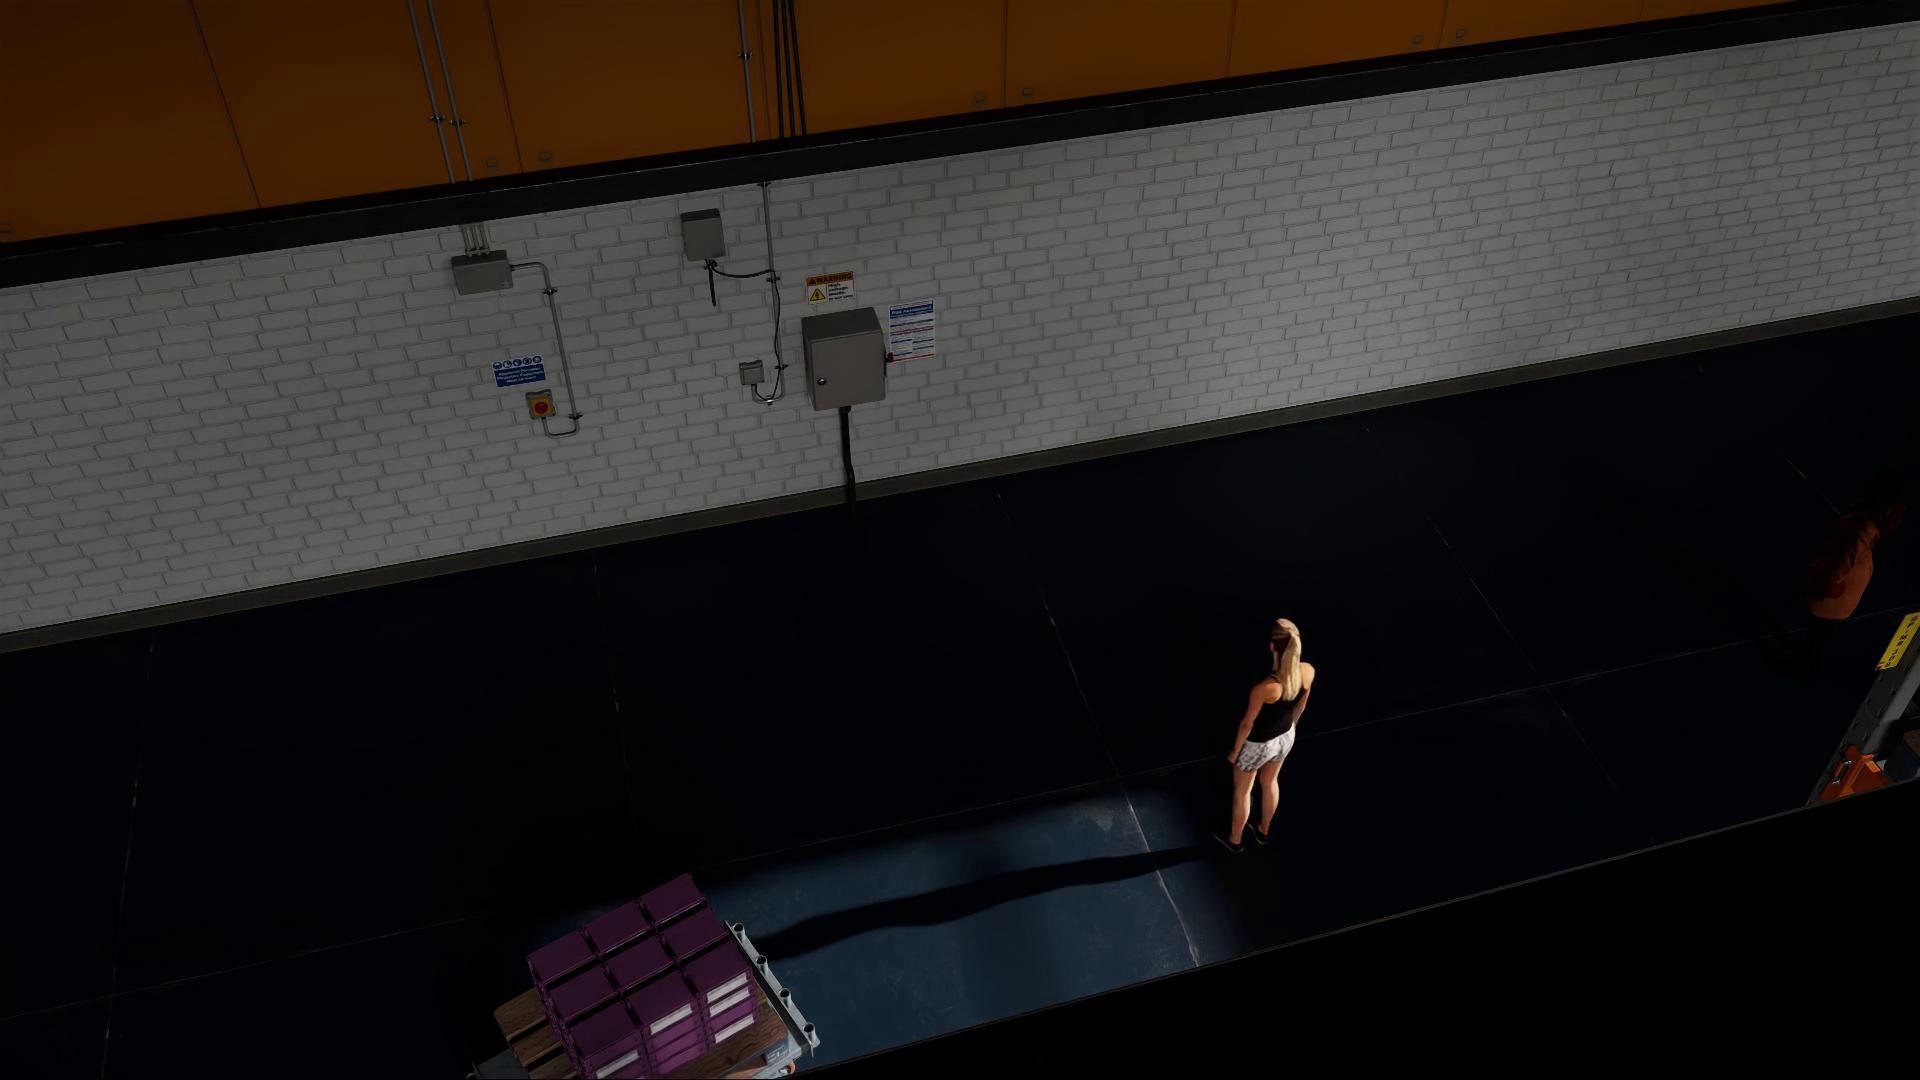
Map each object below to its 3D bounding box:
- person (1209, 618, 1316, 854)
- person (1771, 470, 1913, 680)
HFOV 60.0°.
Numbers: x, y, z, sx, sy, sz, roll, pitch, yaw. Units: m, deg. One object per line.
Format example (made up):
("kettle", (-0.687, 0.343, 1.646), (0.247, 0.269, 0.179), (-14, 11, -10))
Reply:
("person", (1.766, 1.147, 9.549), (0.660, 1.840, 0.614), (-21, 47, -20))
("person", (5.625, 0.218, 10.612), (0.804, 1.719, 0.780), (29, 51, 27))
